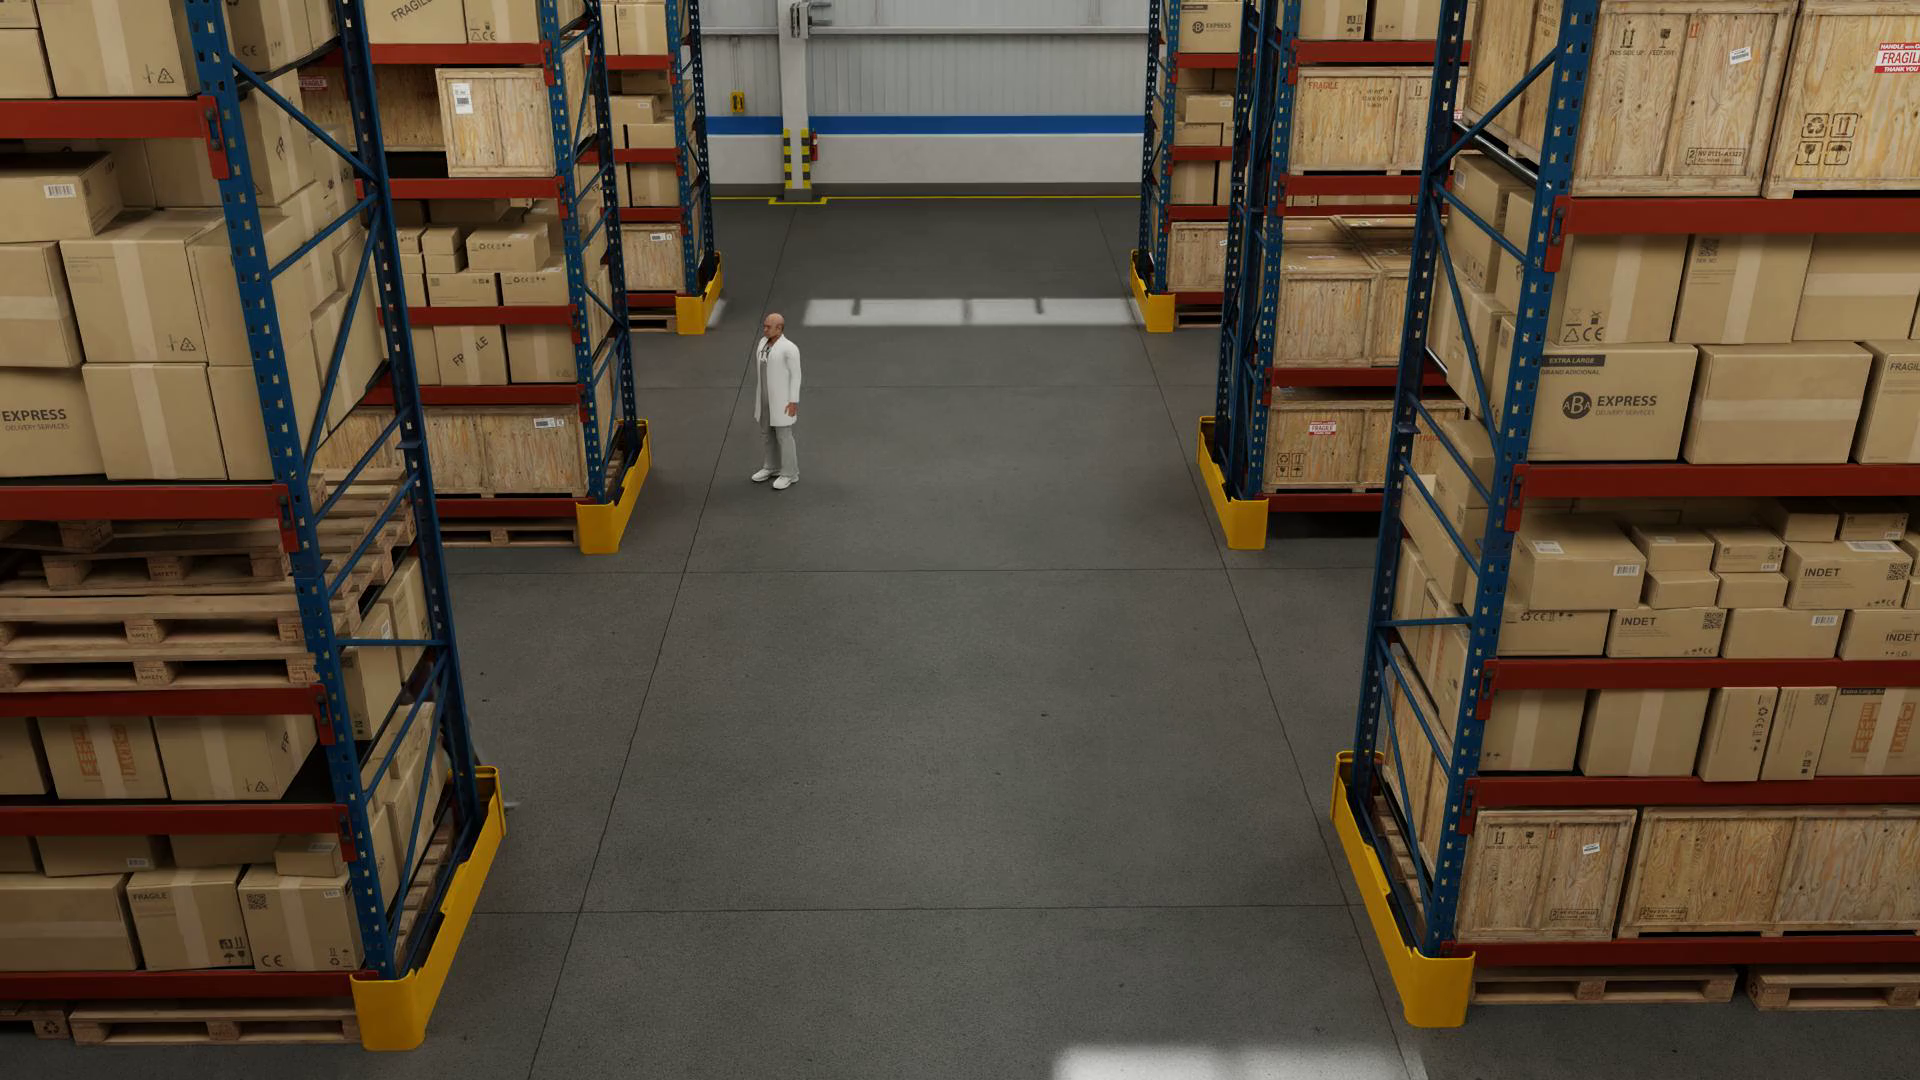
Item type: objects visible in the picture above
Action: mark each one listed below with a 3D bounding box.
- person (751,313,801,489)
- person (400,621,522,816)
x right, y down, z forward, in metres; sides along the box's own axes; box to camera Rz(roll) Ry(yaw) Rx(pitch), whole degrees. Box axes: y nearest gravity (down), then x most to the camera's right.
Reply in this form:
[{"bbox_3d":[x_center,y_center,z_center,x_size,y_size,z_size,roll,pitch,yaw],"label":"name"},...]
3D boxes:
[{"bbox_3d":[-1.899,-1.421,16.895,0.575,1.781,0.402,21,32,37],"label":"person"},{"bbox_3d":[-3.572,1.174,11.333,0.906,1.753,0.607,13,28,25],"label":"person"}]
